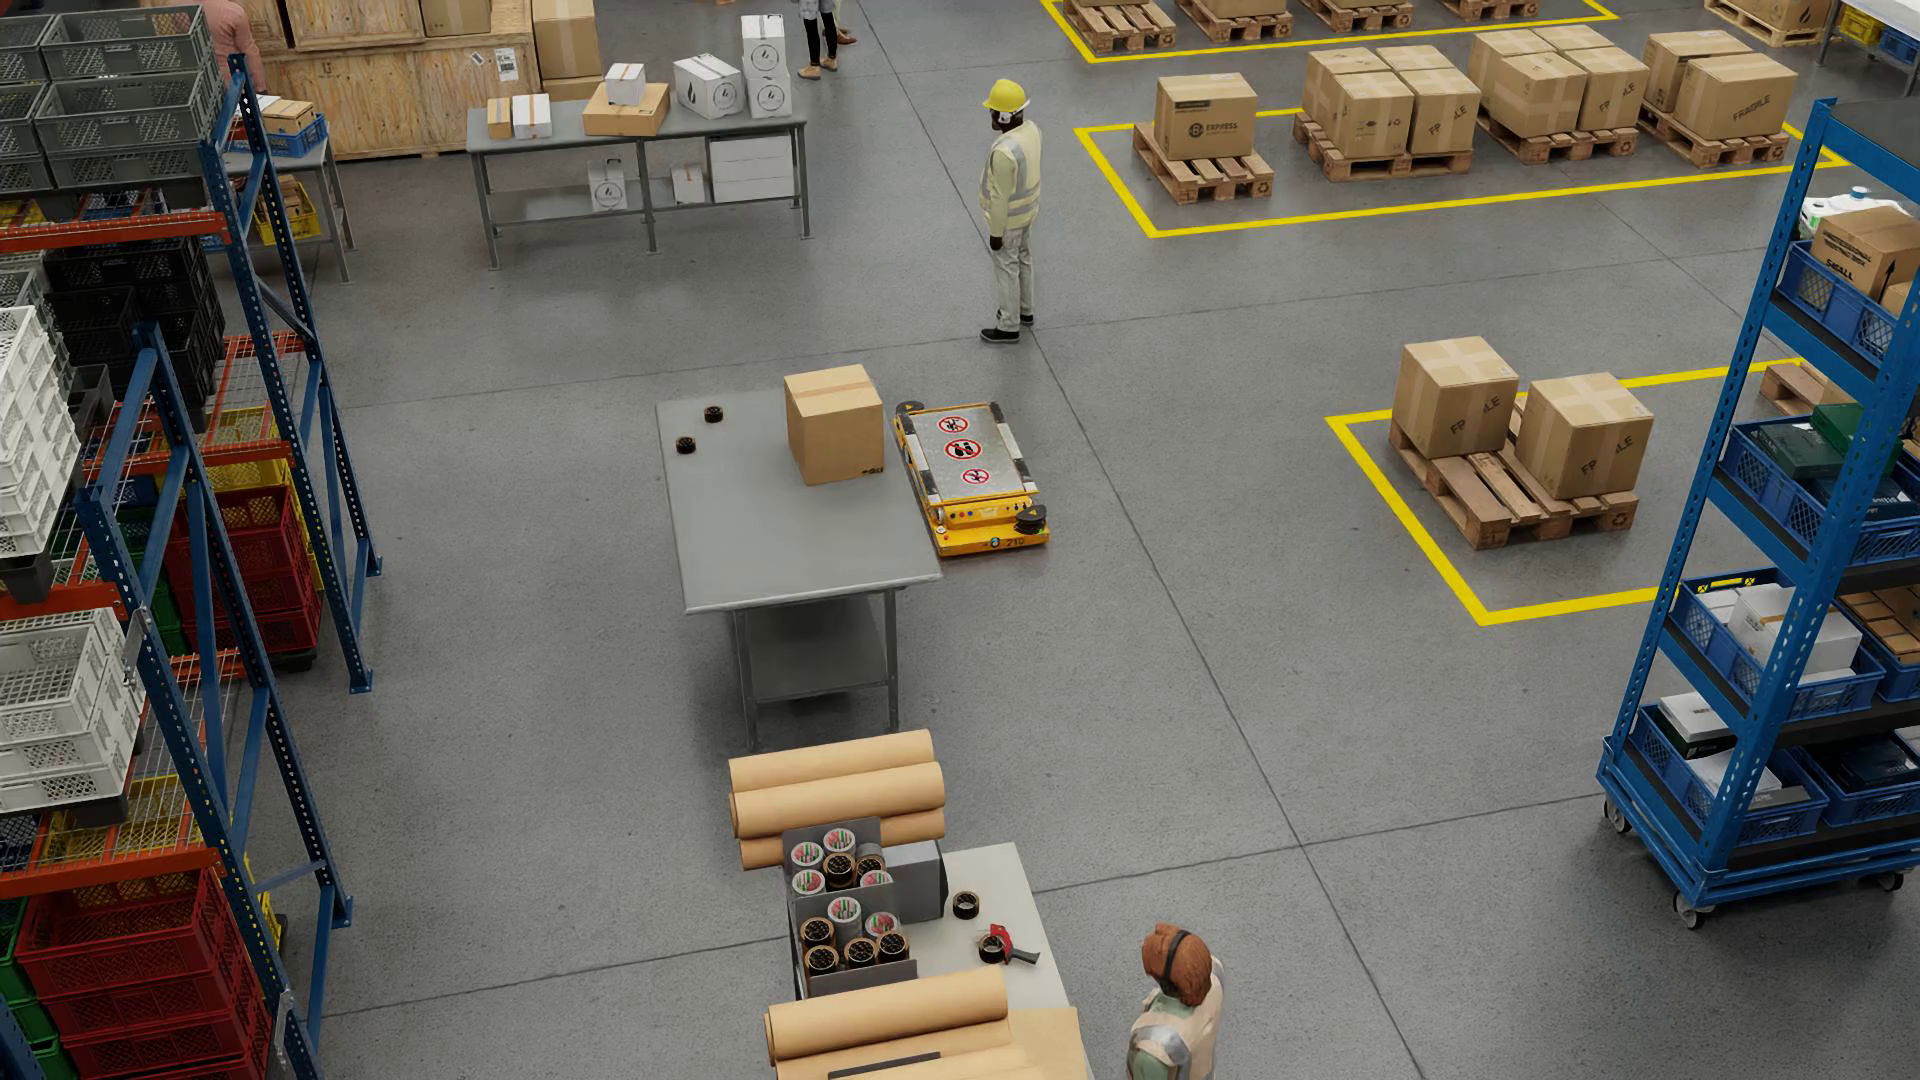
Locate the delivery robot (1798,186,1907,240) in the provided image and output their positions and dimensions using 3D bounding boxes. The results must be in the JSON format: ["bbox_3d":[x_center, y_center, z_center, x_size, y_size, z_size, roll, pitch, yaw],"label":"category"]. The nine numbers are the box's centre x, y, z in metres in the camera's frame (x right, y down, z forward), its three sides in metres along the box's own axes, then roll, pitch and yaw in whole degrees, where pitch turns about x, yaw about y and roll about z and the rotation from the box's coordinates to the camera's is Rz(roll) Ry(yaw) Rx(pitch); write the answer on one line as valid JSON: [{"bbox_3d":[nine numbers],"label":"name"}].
[{"bbox_3d":[6.664,-2.404,12.450,0.707,0.478,0.477,2,37,3],"label":"delivery robot"}]

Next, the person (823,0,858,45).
[{"bbox_3d":[-1.155,-5.659,15.825,0.358,1.855,0.564,-4,37,-5],"label":"person"}]

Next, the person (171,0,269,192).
[{"bbox_3d":[-5.719,-3.625,13.054,0.635,1.900,0.401,7,37,10],"label":"person"}]

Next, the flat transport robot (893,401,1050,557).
[{"bbox_3d":[0.046,-0.430,10.108,0.652,0.197,1.431,-8,37,-10],"label":"flat transport robot"}]

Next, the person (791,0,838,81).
[{"bbox_3d":[-1.334,-5.060,15.145,0.321,1.694,0.529,26,44,31],"label":"person"}]

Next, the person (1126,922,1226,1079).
[{"bbox_3d":[0.729,1.936,5.796,0.311,1.633,0.517,21,41,26],"label":"person"}]

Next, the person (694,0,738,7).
[{"bbox_3d":[-2.557,-6.332,16.749,0.636,1.836,0.430,19,41,24],"label":"person"}]

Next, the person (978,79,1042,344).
[{"bbox_3d":[0.329,-2.216,11.218,0.403,1.823,0.590,15,39,19],"label":"person"}]
